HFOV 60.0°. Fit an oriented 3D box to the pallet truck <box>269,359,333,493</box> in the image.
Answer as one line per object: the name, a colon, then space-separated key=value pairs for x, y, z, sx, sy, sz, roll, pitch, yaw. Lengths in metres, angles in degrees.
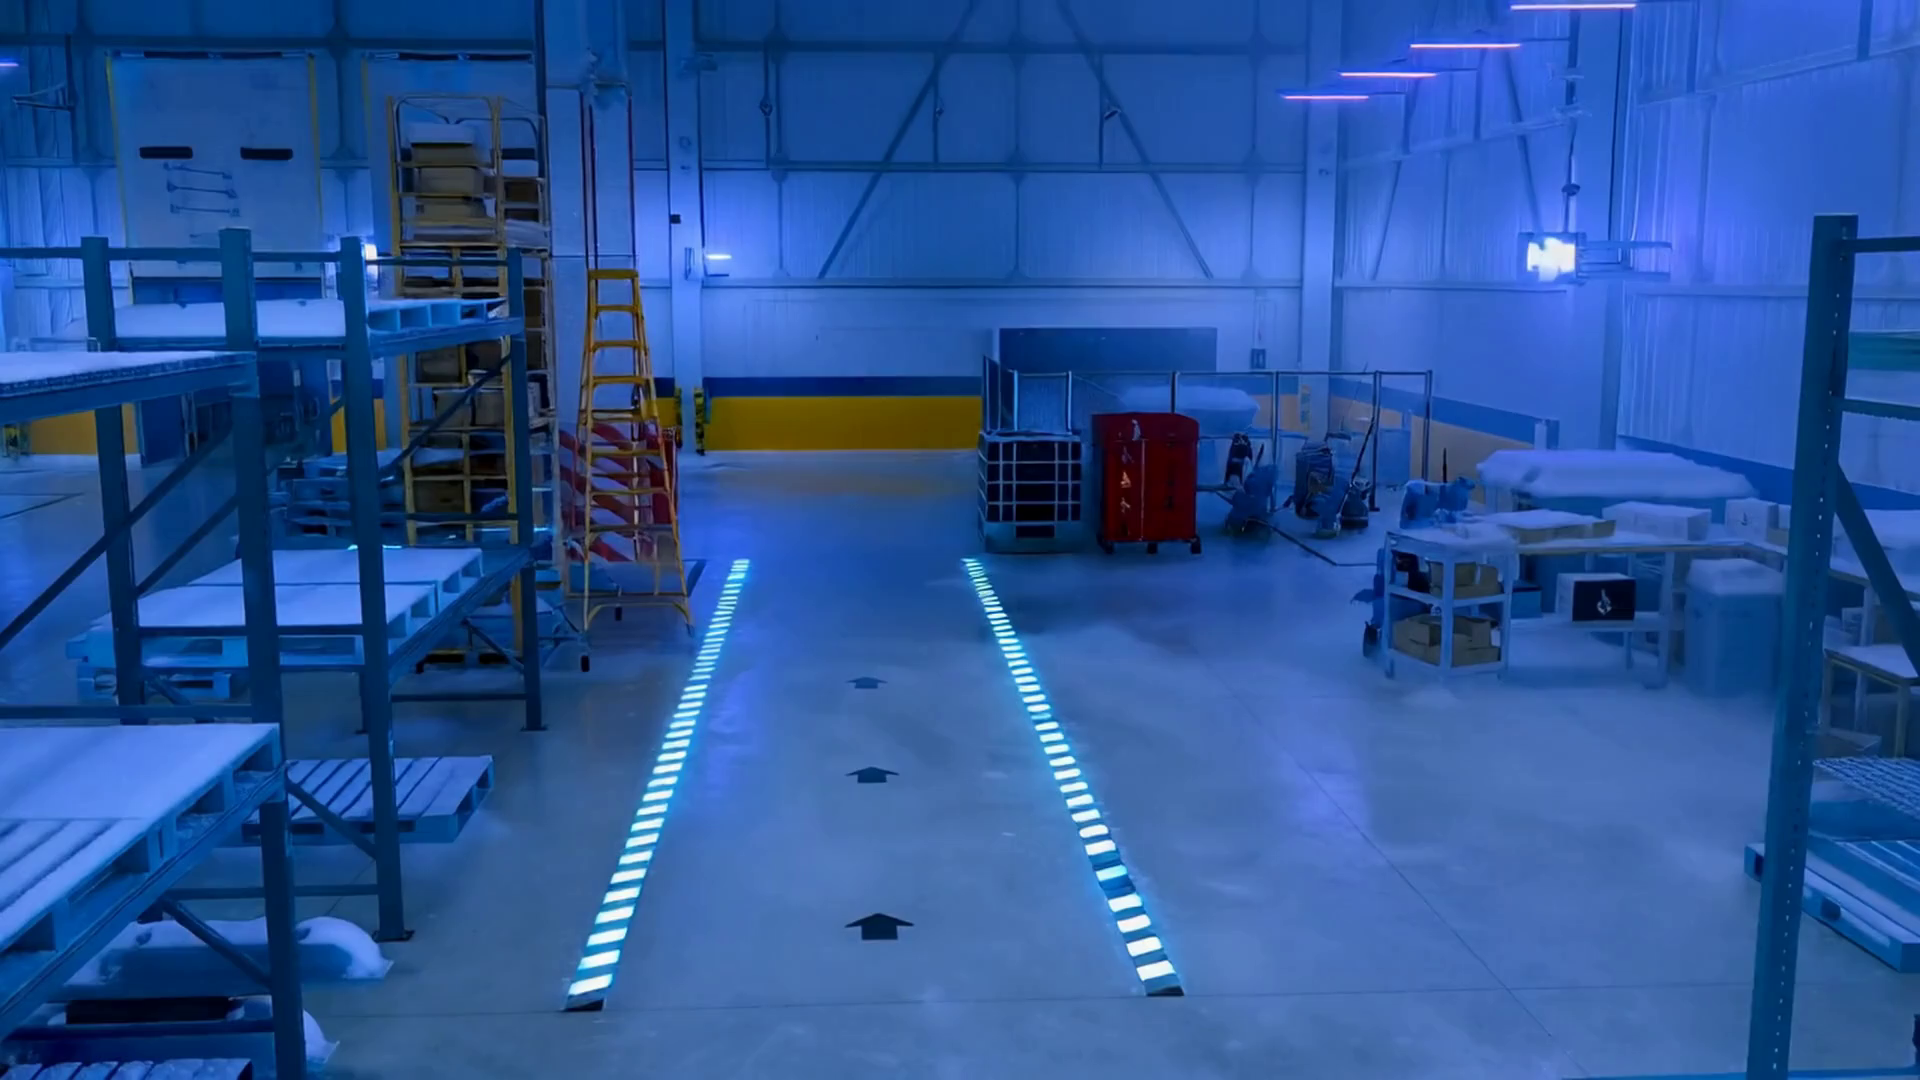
pallet truck: x=-7.062 y=-1.131 z=18.996 sx=1.885 sy=1.965 sz=0.823 roll=2 pitch=9 yaw=13
